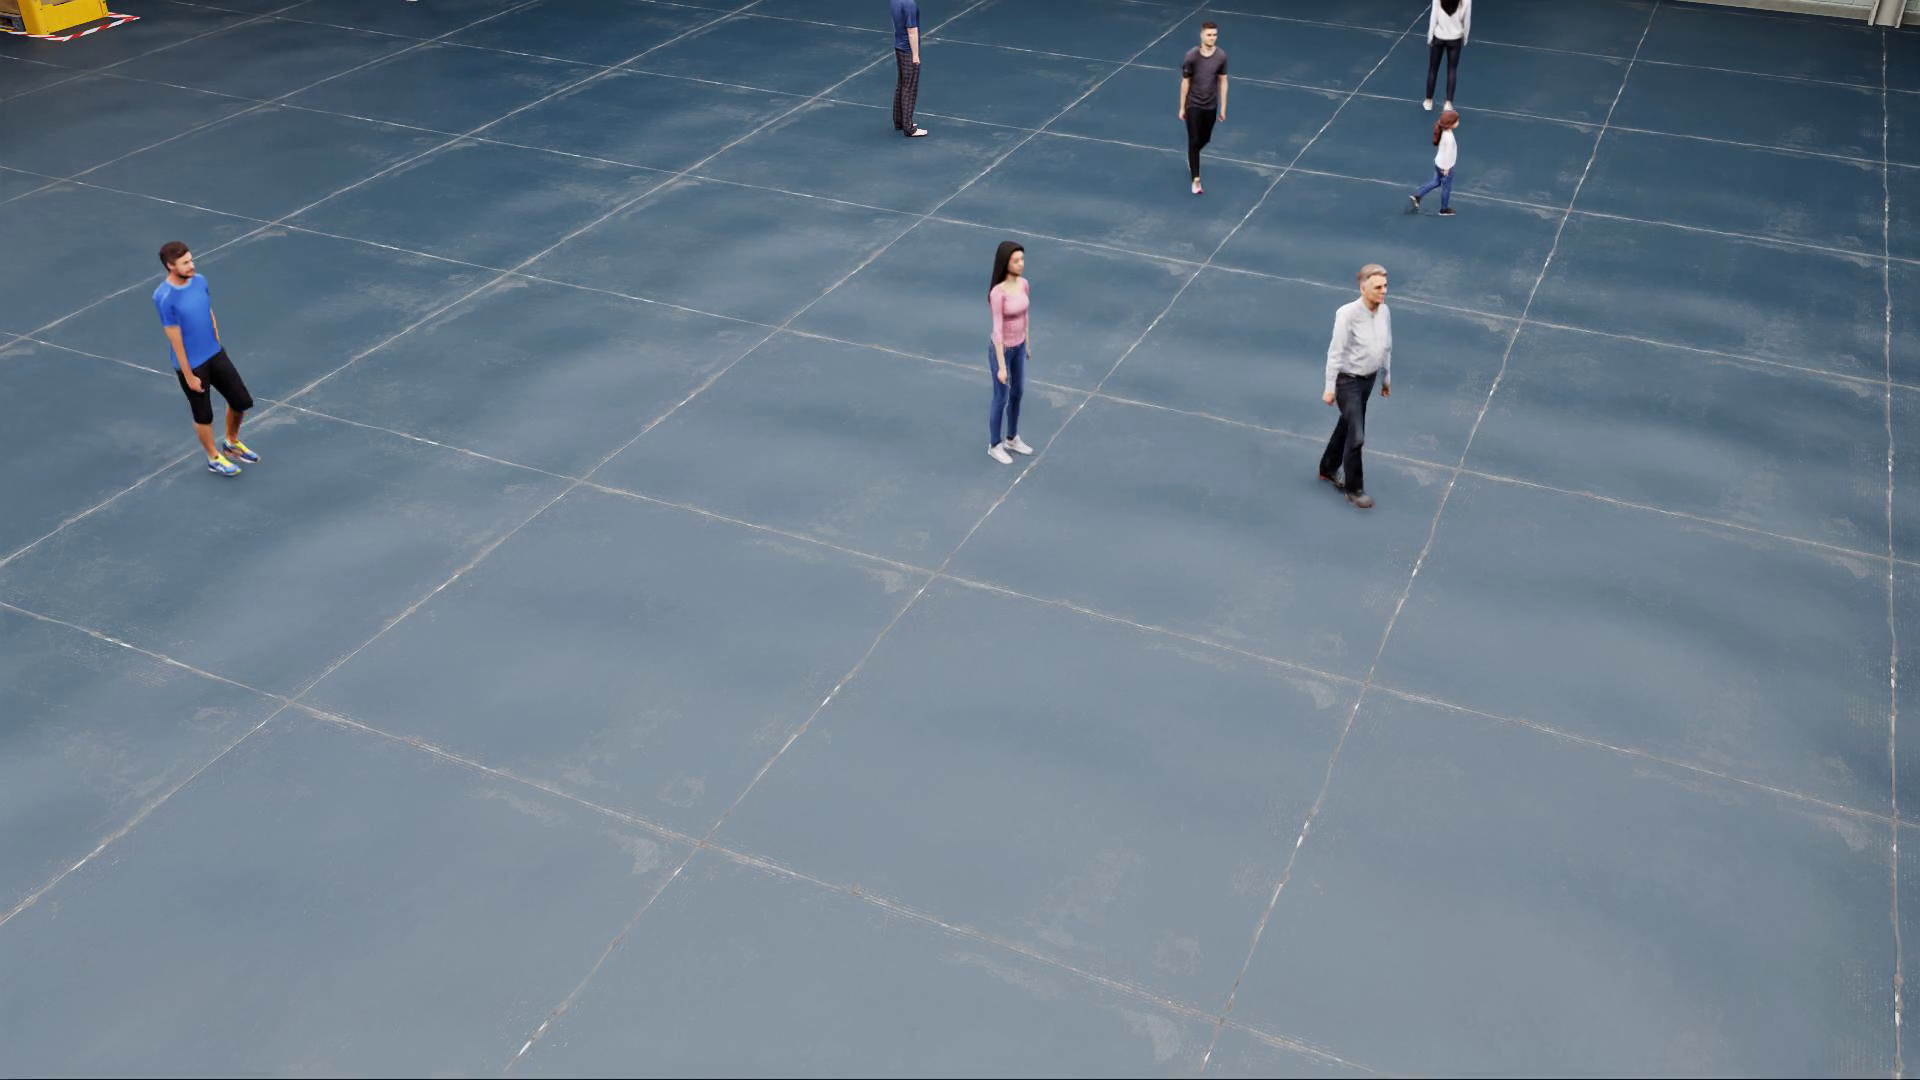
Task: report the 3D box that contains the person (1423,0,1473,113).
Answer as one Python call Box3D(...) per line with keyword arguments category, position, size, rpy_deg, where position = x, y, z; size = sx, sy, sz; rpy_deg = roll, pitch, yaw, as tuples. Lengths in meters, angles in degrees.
Box3D(category="person", position=(5.770, -5.938, 19.706), size=(0.557, 1.702, 0.718), rpy_deg=(8, 33, 12))

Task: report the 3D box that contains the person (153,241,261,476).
Box3D(category="person", position=(-5.684, -1.331, 12.261), size=(0.616, 1.854, 0.605), rpy_deg=(15, 35, 23))

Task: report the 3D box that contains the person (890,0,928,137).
Box3D(category="person", position=(-0.601, -5.582, 18.984), size=(0.783, 1.871, 0.710), rpy_deg=(-13, 34, -19))

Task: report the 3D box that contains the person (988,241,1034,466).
Box3D(category="person", position=(0.352, -1.424, 12.512), size=(0.602, 1.744, 0.629), rpy_deg=(24, 39, 33))

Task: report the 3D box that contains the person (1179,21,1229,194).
Box3D(category="person", position=(2.532, -4.601, 17.558), size=(1.163, 1.734, 1.079), rpy_deg=(-4, 32, -6))

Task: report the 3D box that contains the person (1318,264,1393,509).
Box3D(category="person", position=(2.810, -1.191, 12.086), size=(0.901, 1.804, 1.007), rpy_deg=(-21, 38, -30))

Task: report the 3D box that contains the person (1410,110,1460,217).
Box3D(category="person", position=(4.892, -3.852, 16.963), size=(0.770, 1.102, 0.641), rpy_deg=(-2, 32, -4))
